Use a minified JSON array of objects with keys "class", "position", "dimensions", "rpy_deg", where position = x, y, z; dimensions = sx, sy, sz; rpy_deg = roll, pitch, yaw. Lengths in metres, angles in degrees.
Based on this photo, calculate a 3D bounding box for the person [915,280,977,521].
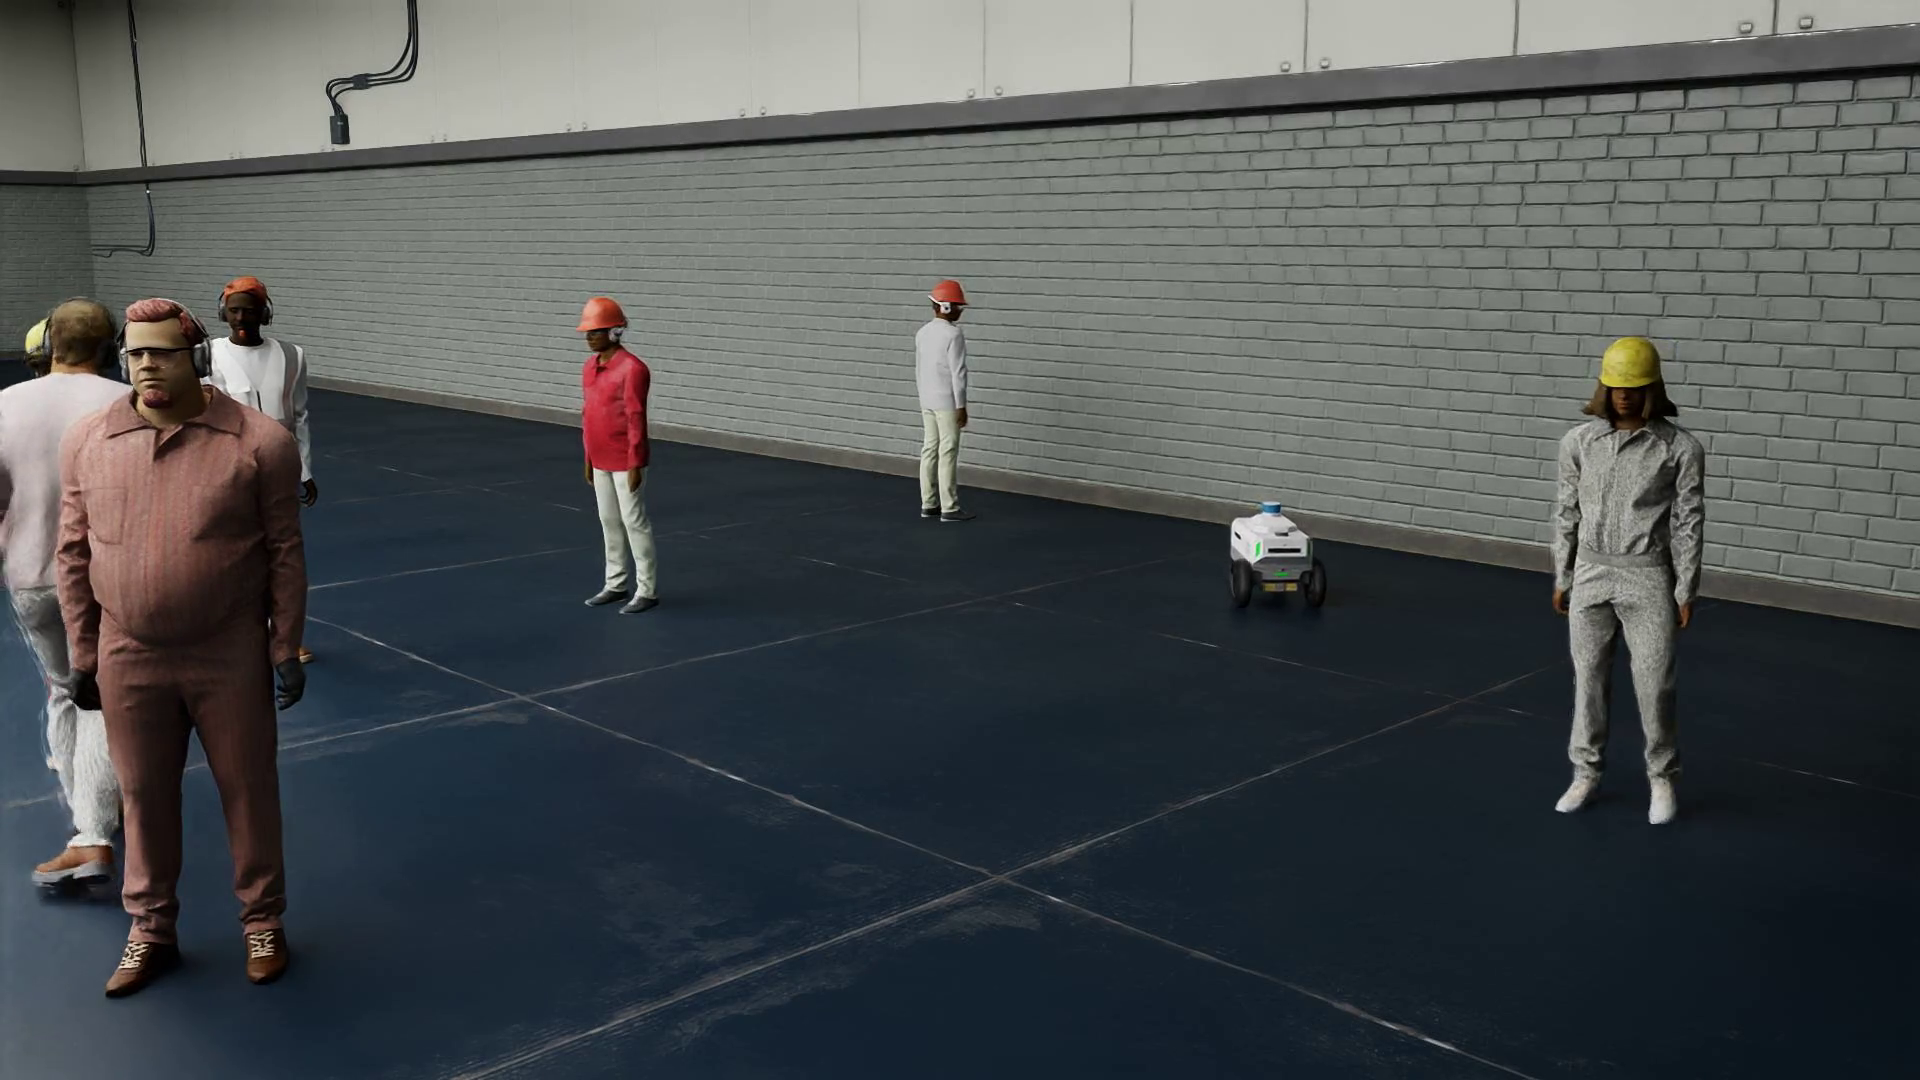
[{"class":"person","position":[-0.105,-1.016,12.177],"dimensions":[0.339,1.747,0.564],"rpy_deg":[-6,12,-32]}]

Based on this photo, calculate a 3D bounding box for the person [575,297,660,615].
[{"class":"person","position":[-1.923,-0.463,9.184],"dimensions":[0.362,1.742,0.564],"rpy_deg":[-10,15,-44]}]

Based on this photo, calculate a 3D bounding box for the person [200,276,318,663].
[{"class":"person","position":[-3.378,-0.310,7.970],"dimensions":[0.575,1.882,0.362],"rpy_deg":[-9,14,-41]}]

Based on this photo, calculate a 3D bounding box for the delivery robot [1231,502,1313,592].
[{"class":"delivery robot","position":[1.776,0.025,9.509],"dimensions":[0.477,0.478,0.707],"rpy_deg":[0,10,-2]}]

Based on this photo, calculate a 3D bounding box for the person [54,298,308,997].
[{"class":"person","position":[-2.130,0.299,4.574],"dimensions":[0.639,1.911,0.406],"rpy_deg":[-2,11,-11]}]

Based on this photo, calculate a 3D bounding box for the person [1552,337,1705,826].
[{"class":"person","position":[2.331,0.156,5.855],"dimensions":[0.500,1.736,0.357],"rpy_deg":[9,13,39]}]

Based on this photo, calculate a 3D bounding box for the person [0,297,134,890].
[{"class":"person","position":[-2.867,0.169,5.377],"dimensions":[0.640,1.891,0.841],"rpy_deg":[-2,11,-9]}]
